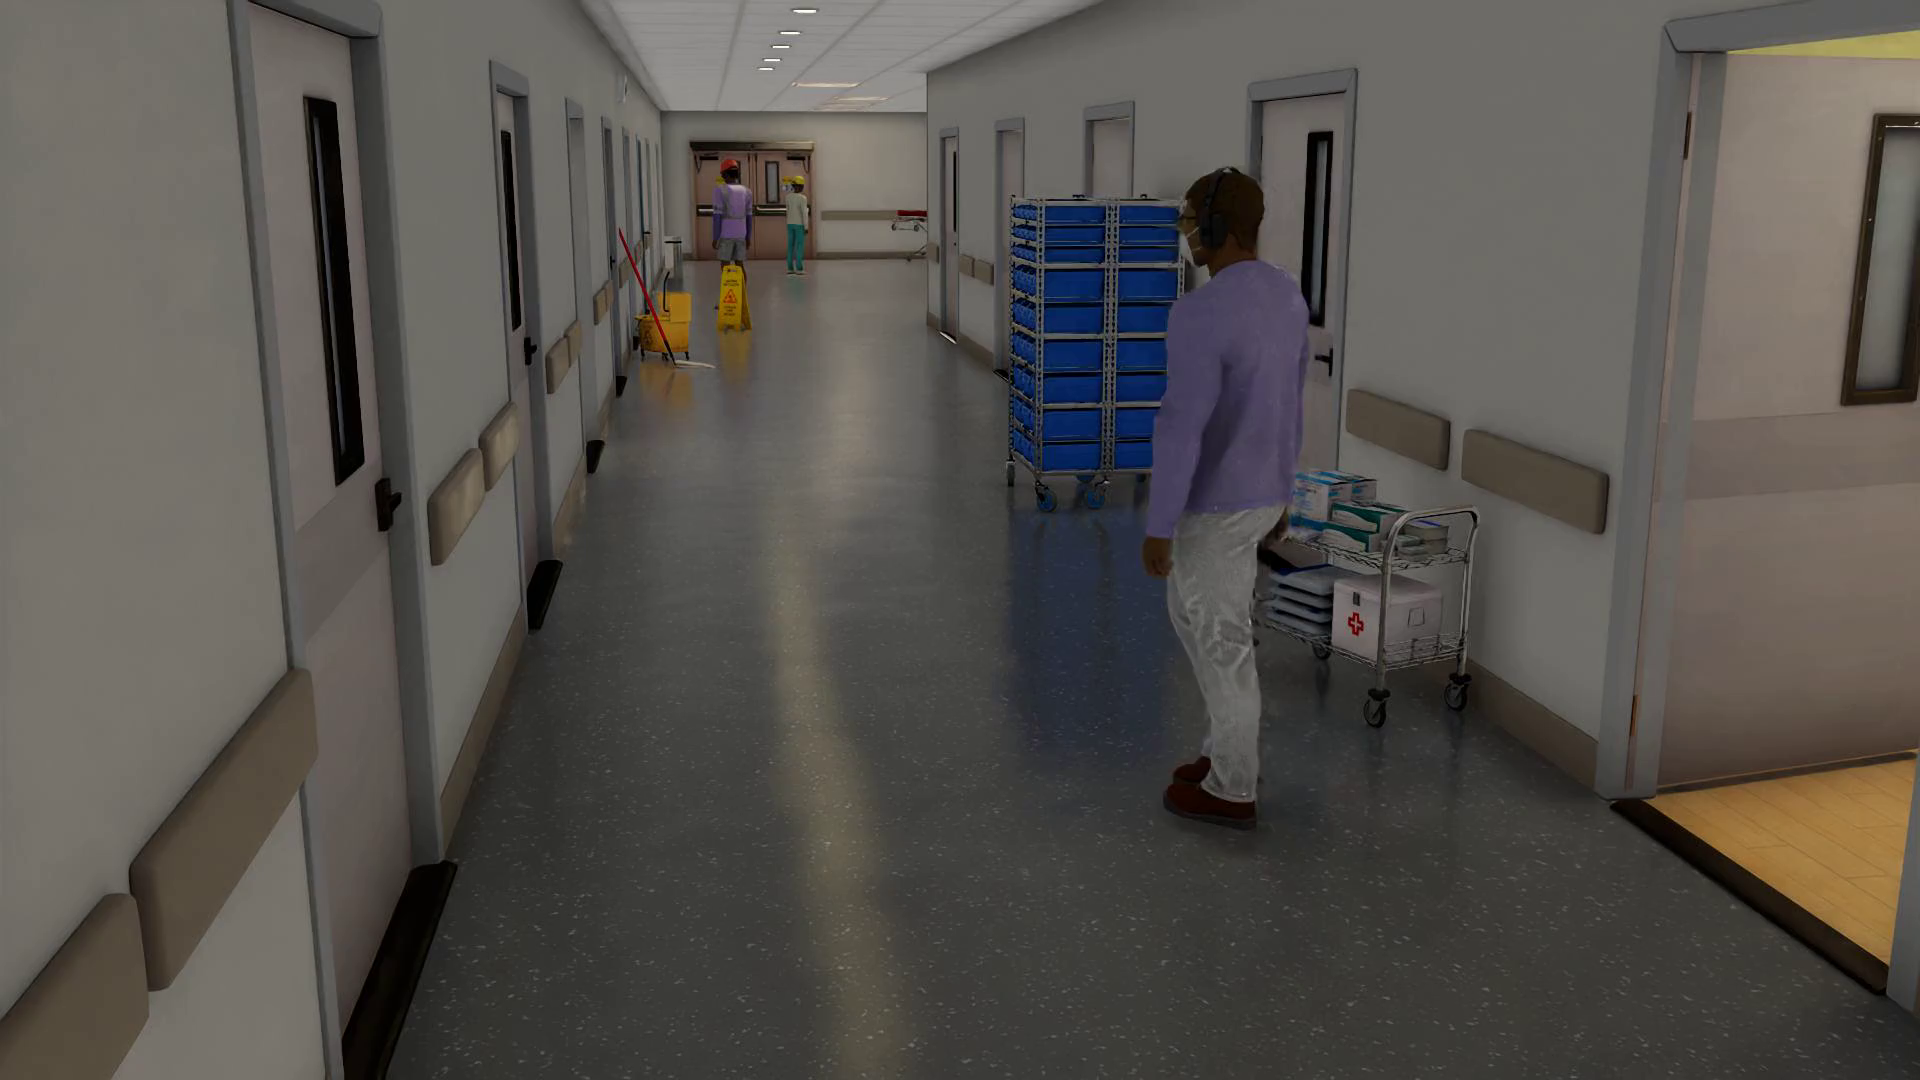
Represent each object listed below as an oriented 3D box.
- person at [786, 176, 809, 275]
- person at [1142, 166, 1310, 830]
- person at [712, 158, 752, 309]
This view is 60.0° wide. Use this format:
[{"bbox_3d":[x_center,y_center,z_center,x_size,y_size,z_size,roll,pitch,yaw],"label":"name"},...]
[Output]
[{"bbox_3d":[-2.912,-5.651,29.884,0.519,1.757,0.335,10,16,38],"label":"person"},{"bbox_3d":[0.713,-0.102,4.853,0.515,1.925,0.654,9,15,34],"label":"person"},{"bbox_3d":[-3.108,-4.149,22.618,0.615,2.028,0.409,-11,17,-41],"label":"person"}]
